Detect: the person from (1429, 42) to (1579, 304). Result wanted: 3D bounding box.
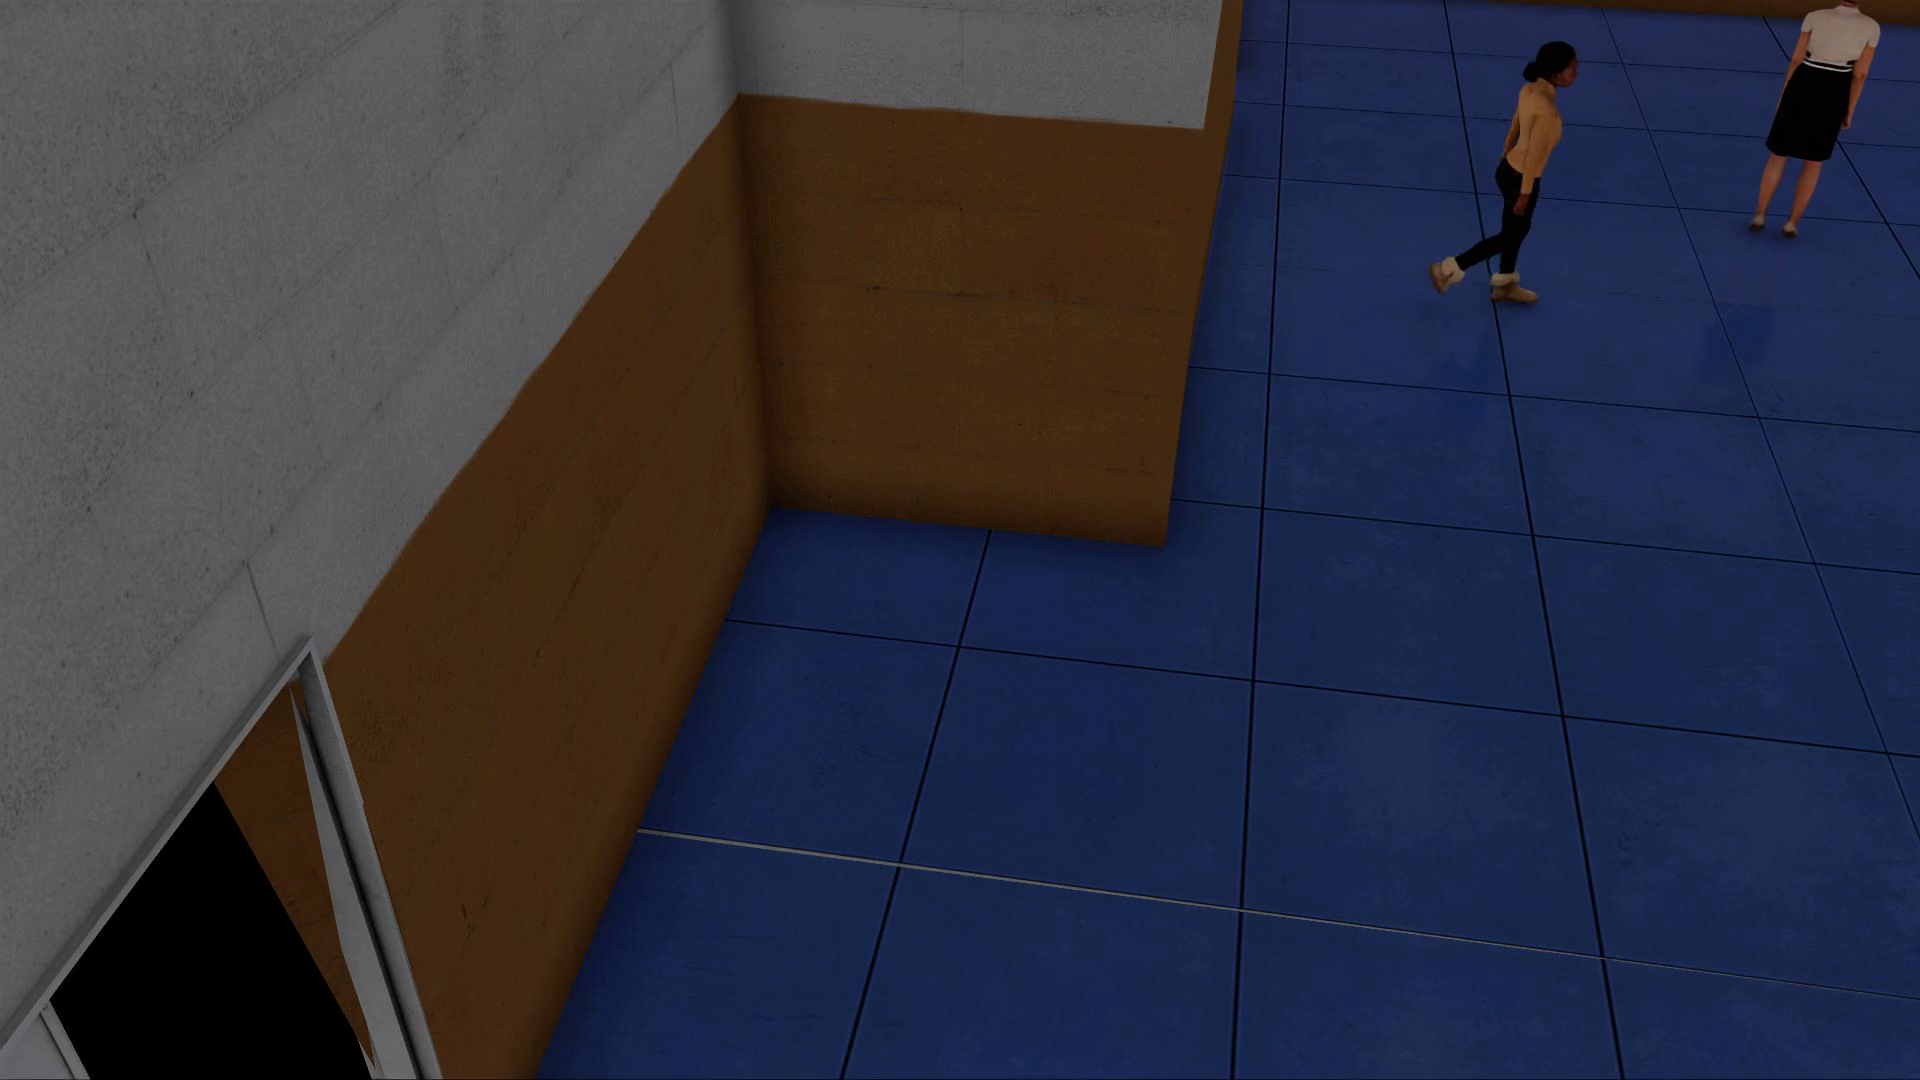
[{"bbox_3d":[3.163,-2.088,9.670,0.977,1.636,0.708,0,37,0],"label":"person"}]

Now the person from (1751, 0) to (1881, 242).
[{"bbox_3d":[5.341,-2.713,10.407,0.575,1.751,0.718,17,40,22],"label":"person"}]
